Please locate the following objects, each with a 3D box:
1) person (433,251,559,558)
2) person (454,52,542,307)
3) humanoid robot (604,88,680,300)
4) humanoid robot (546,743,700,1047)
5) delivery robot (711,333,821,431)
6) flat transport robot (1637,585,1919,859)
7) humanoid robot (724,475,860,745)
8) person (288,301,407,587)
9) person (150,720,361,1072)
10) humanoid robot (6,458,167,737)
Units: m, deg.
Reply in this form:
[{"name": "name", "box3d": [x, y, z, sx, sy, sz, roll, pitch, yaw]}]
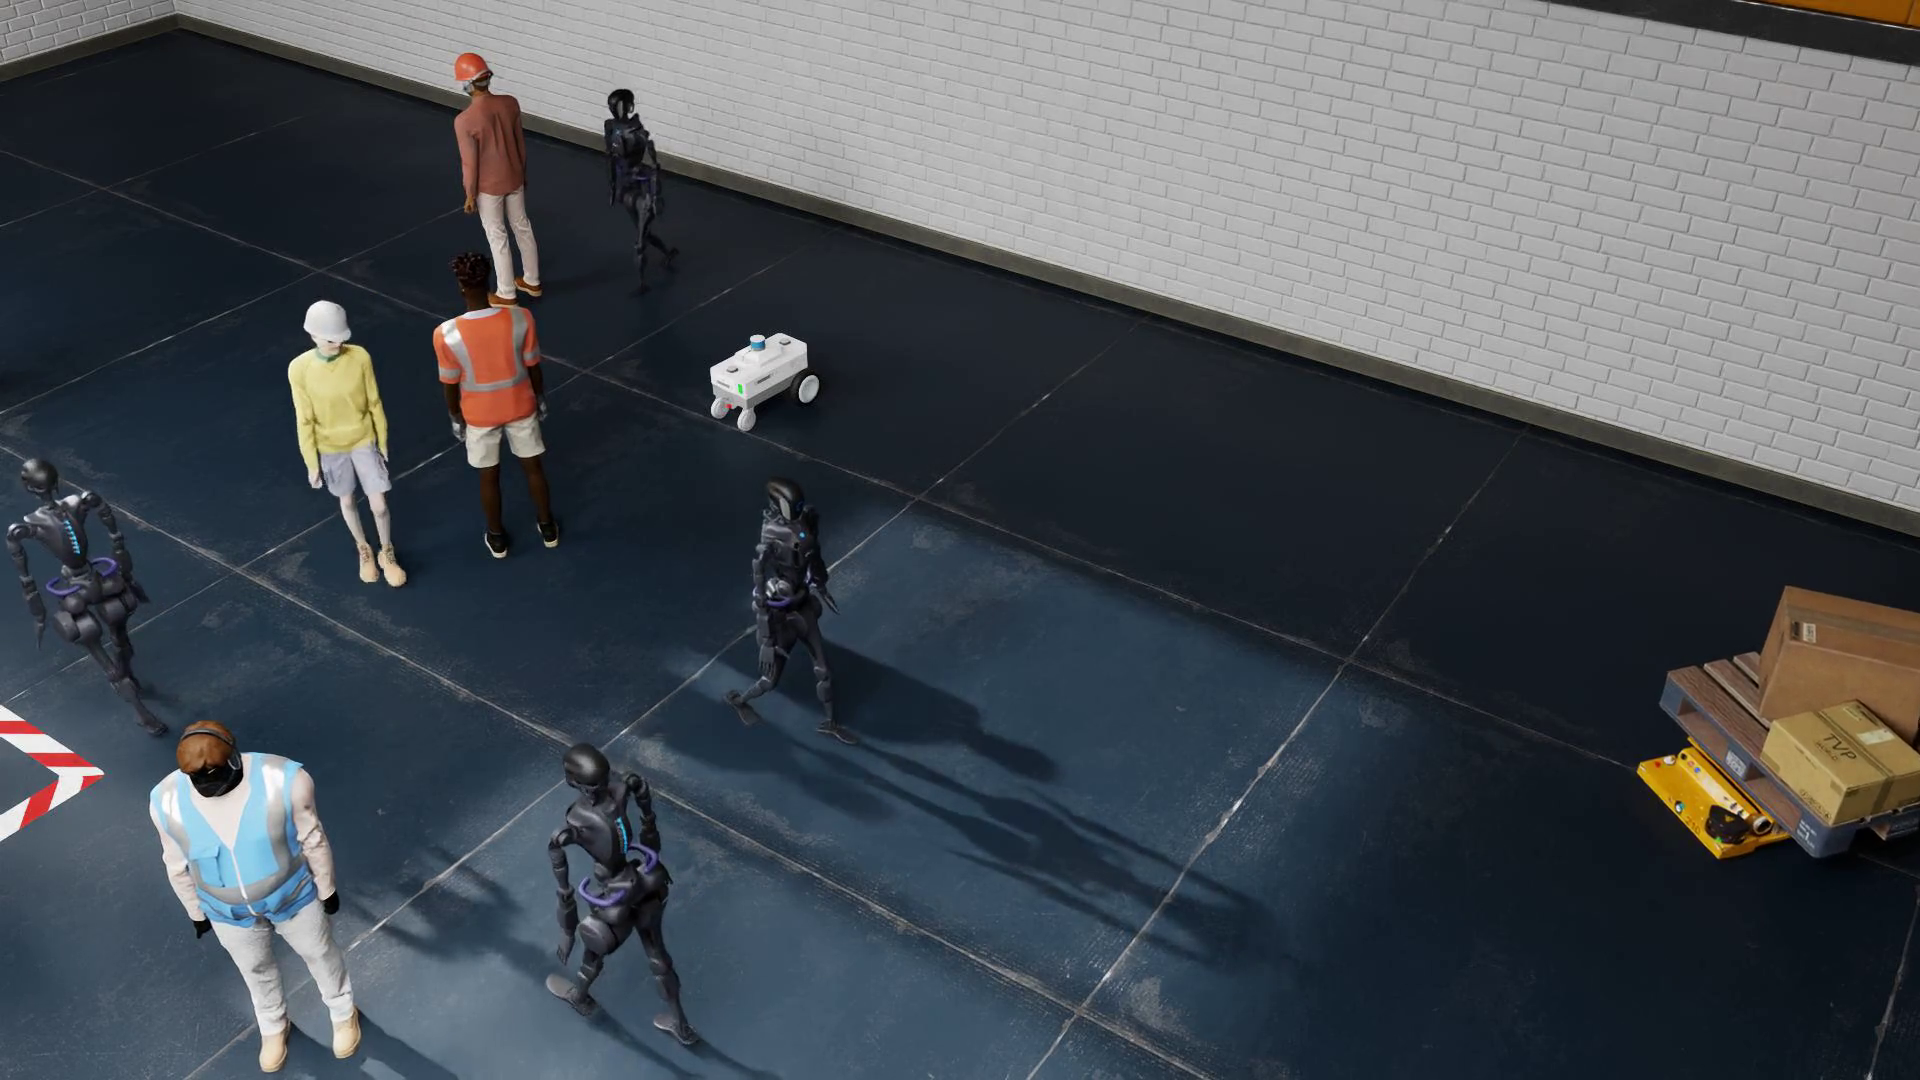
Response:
[{"name": "person", "box3d": [-2.765, -0.798, 9.938, 0.601, 1.956, 0.384, -15, 38, -20]}, {"name": "person", "box3d": [-3.536, -2.721, 12.653, 0.387, 1.989, 0.610, 21, 40, 27]}, {"name": "humanoid robot", "box3d": [-2.507, -2.760, 13.029, 0.610, 1.630, 0.760, 23, 41, 29]}, {"name": "humanoid robot", "box3d": [-1.480, 1.457, 6.968, 0.728, 1.633, 0.598, 21, 40, 28]}, {"name": "delivery robot", "box3d": [-1.382, -1.154, 11.680, 0.499, 0.614, 0.803, 25, 42, 32]}, {"name": "flat transport robot", "box3d": [4.299, 1.204, 8.542, 1.431, 0.231, 0.659, -10, 36, -14]}, {"name": "humanoid robot", "box3d": [-0.903, 0.353, 8.574, 0.760, 1.640, 0.610, 18, 39, 24]}, {"name": "person", "box3d": [-3.544, -0.520, 9.615, 0.494, 1.866, 0.580, -13, 37, -18]}, {"name": "person", "box3d": [-2.866, 1.458, 6.816, 0.625, 1.840, 0.430, -8, 36, -12]}, {"name": "humanoid robot", "box3d": [-4.579, 0.283, 8.649, 0.668, 1.643, 0.590, 23, 41, 29]}]
